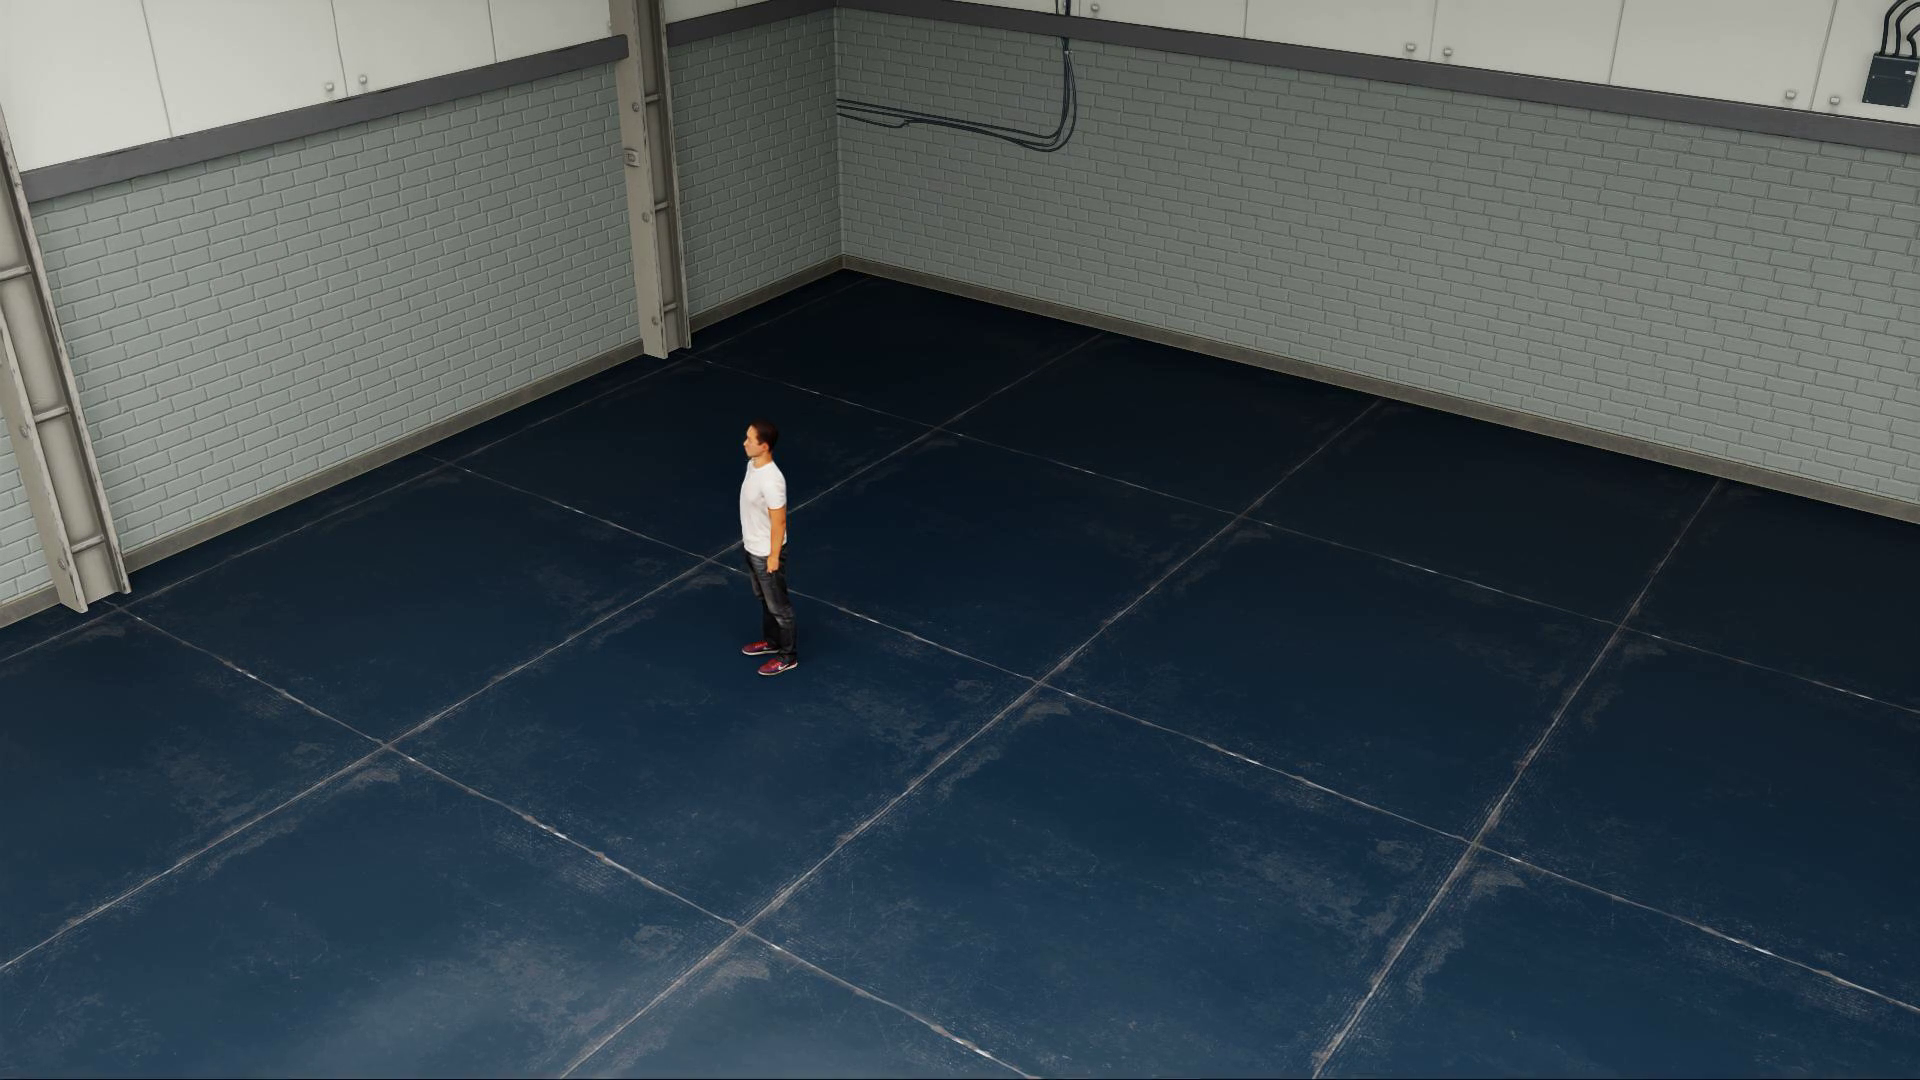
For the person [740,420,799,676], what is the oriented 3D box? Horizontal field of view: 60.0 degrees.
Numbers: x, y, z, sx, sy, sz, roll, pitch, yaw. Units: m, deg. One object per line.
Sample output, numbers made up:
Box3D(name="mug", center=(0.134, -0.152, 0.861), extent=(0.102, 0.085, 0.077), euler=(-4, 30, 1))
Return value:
Box3D(name="person", center=(-1.271, 0.030, 11.024), extent=(0.705, 1.804, 0.711), euler=(-13, 31, -22))
